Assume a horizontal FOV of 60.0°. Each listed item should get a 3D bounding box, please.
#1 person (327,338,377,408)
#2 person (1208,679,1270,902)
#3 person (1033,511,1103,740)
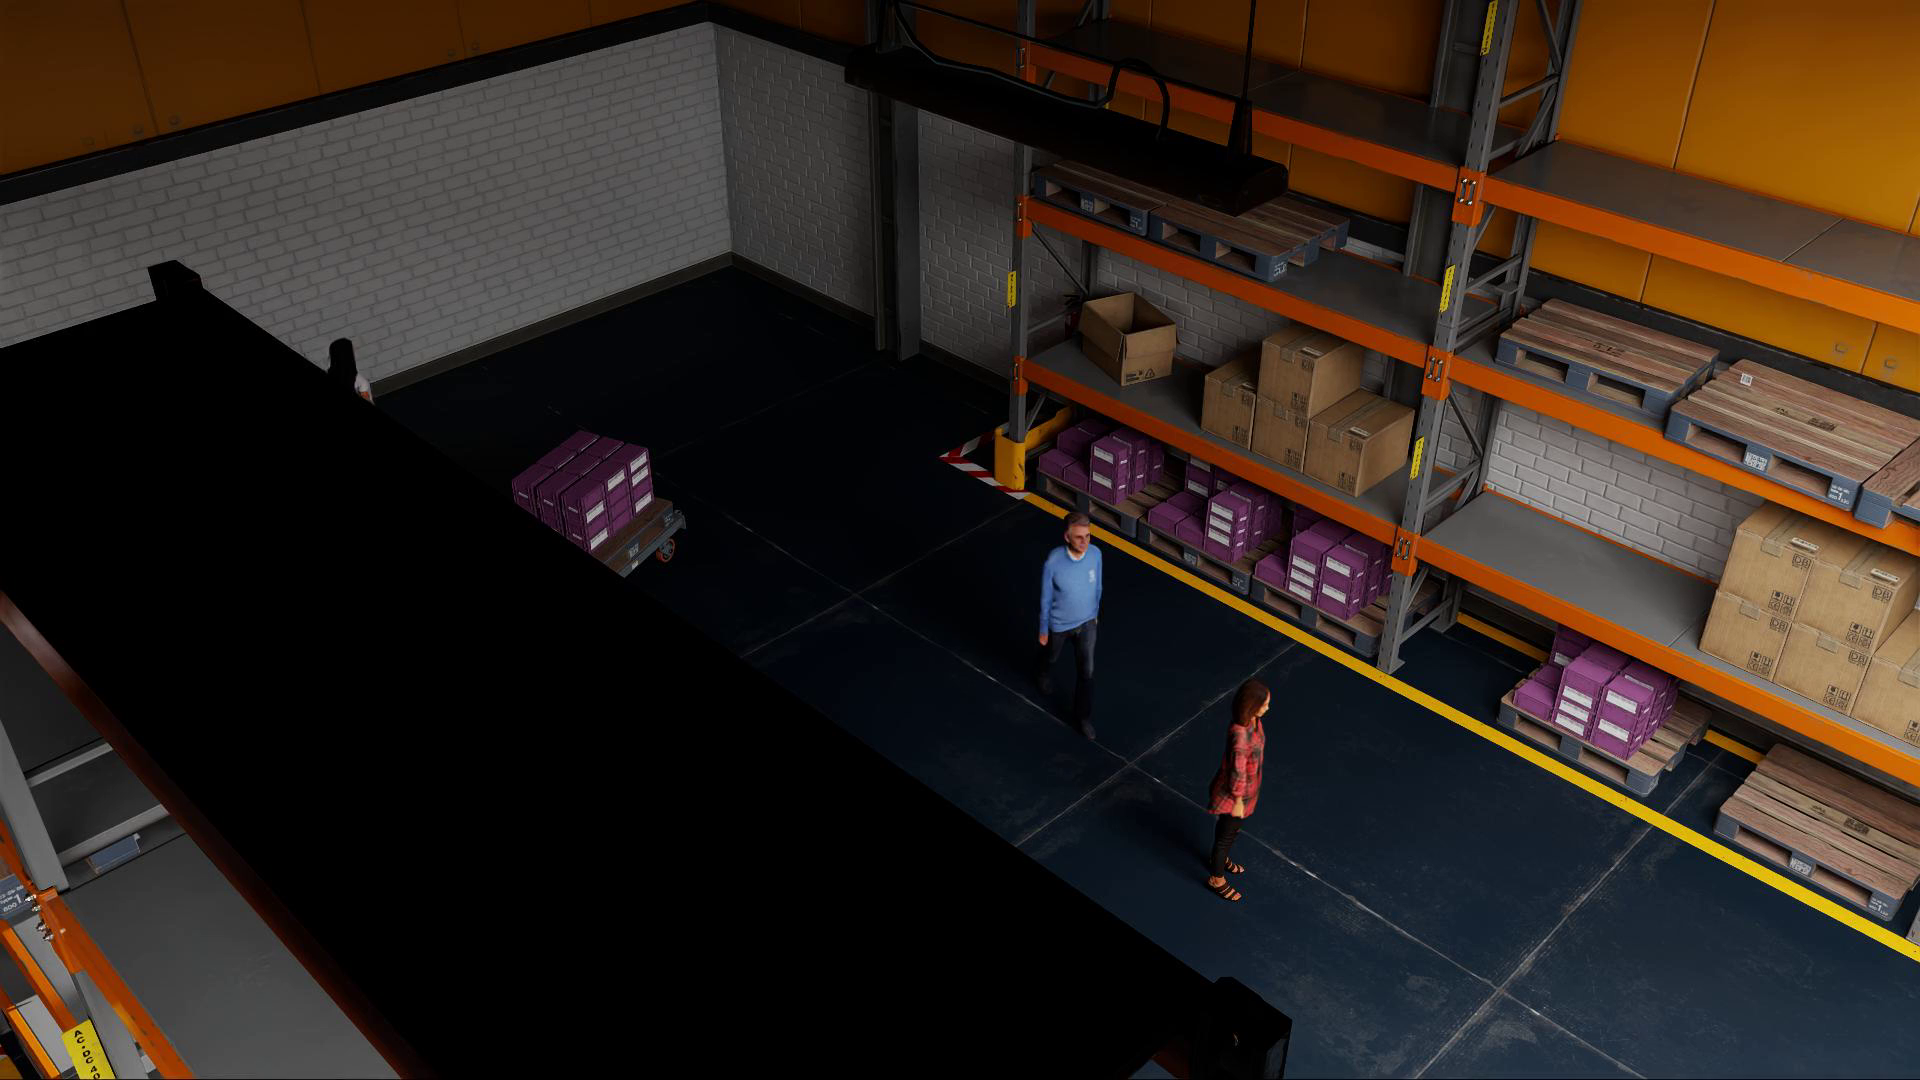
[{"bbox_3d":[-5.242,-0.893,14.364,1.126,1.745,0.945,13,36,19],"label":"person"},{"bbox_3d":[1.780,1.575,10.692,0.718,1.701,0.705,8,34,12],"label":"person"},{"bbox_3d":[0.761,0.526,12.192,0.995,1.787,1.237,-11,35,-16],"label":"person"}]
